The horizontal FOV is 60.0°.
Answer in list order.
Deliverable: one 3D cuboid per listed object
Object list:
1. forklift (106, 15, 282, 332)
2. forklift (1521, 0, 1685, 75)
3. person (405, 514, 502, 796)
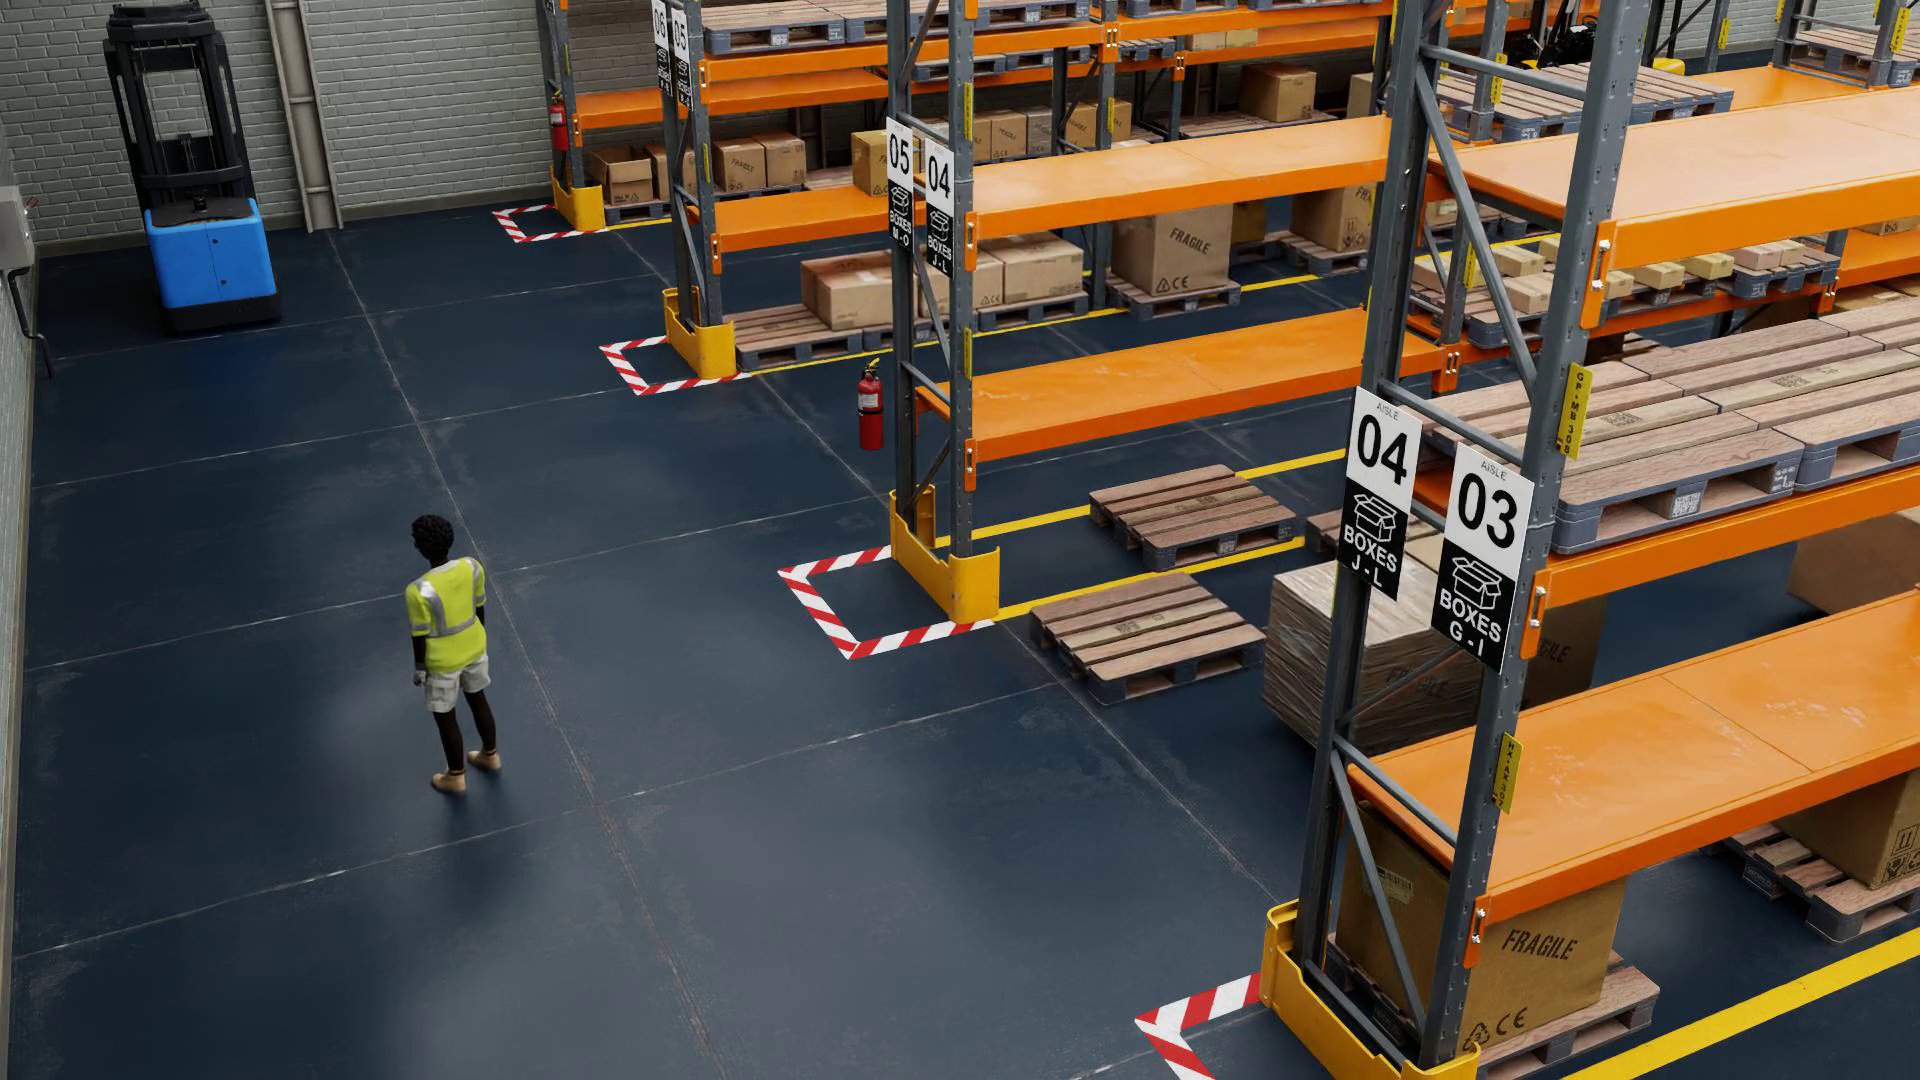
[{"bbox_3d":[-7.548,-3.672,16.323,1.129,2.768,1.873,-12,30,-22],"label":"forklift"},{"bbox_3d":[8.950,-6.807,23.056,1.214,2.155,2.313,-12,30,-22],"label":"forklift"},{"bbox_3d":[-2.844,0.637,9.342,0.320,1.686,0.538,15,31,26],"label":"person"}]
